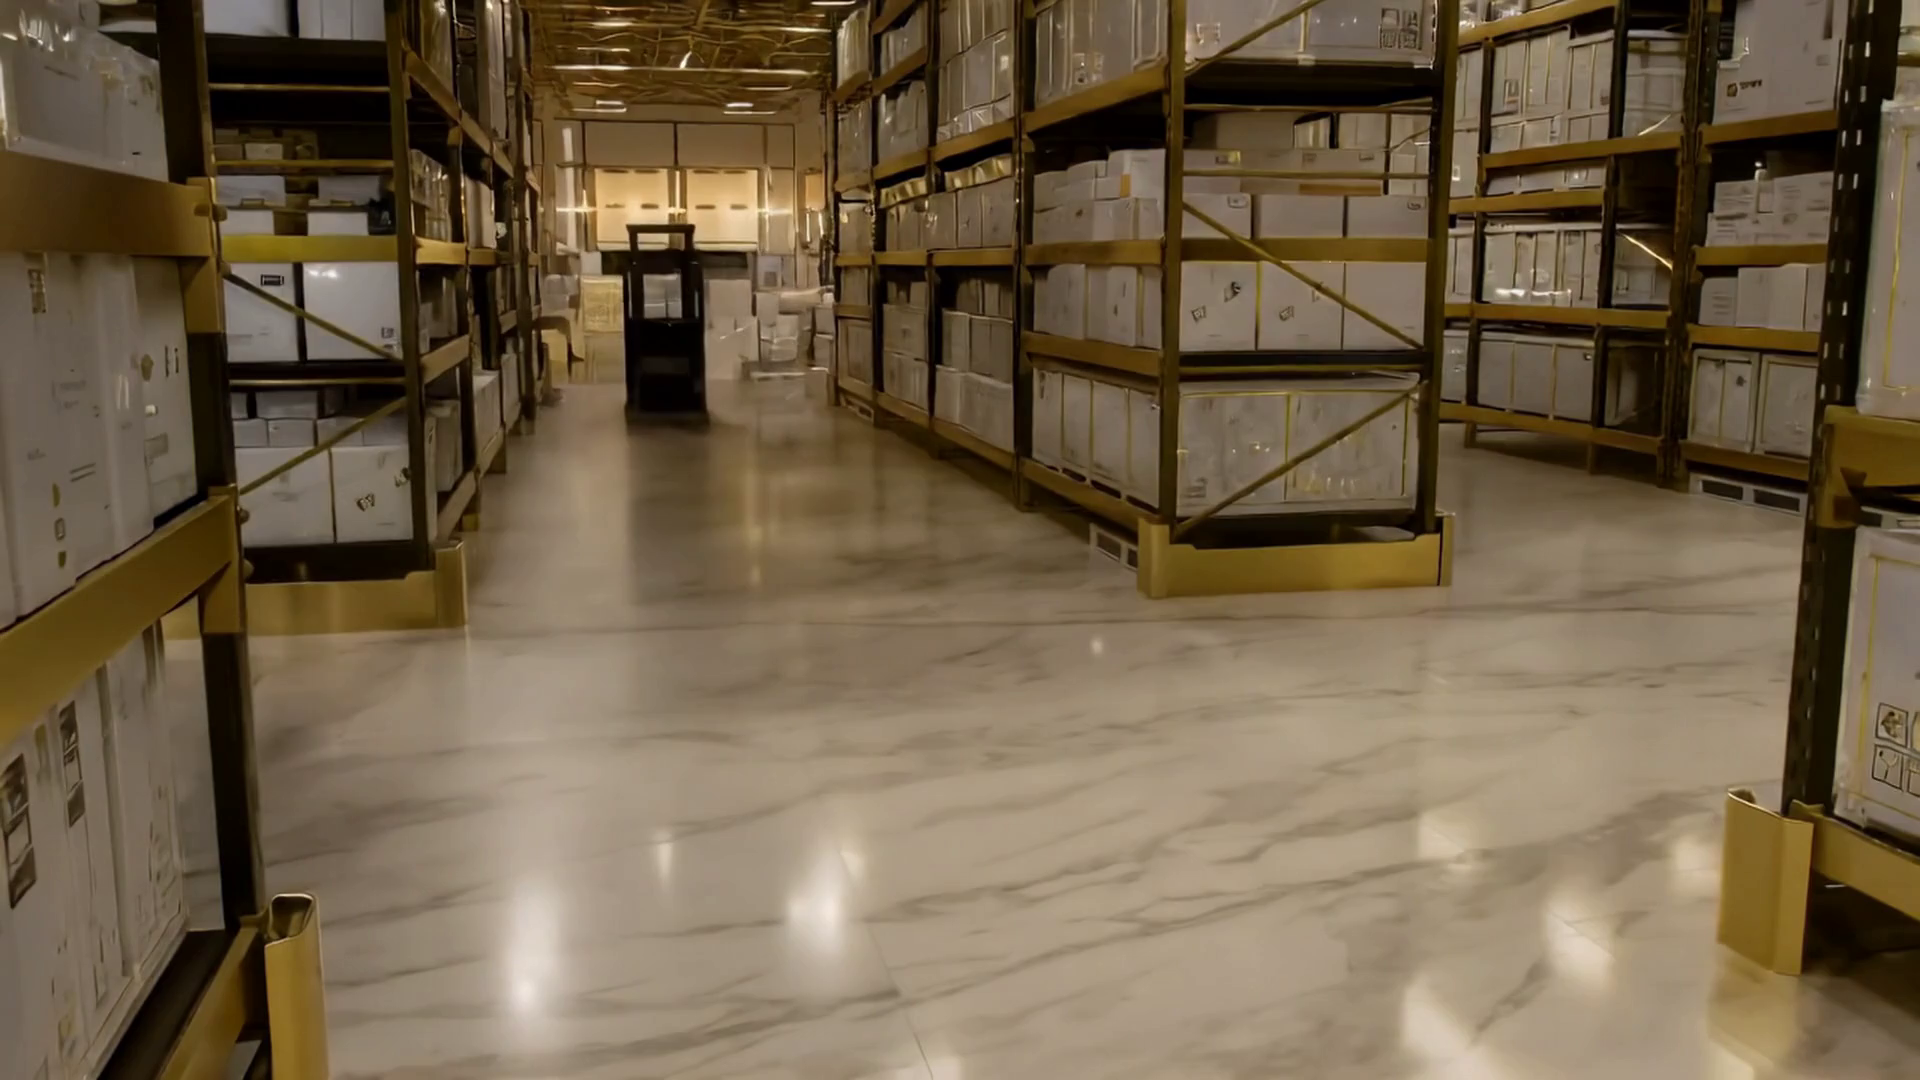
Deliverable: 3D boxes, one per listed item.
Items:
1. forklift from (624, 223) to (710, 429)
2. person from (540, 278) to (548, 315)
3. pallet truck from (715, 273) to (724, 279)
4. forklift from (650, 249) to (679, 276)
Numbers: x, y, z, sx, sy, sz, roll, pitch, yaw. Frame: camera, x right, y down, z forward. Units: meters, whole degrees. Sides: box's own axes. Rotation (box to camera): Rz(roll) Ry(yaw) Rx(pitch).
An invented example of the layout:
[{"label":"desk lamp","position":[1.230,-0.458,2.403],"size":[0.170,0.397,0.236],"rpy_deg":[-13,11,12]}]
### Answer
[{"label":"forklift","position":[-4.142,-3.016,23.205],"size":[1.129,2.768,1.873],"rpy_deg":[-2,10,-12]},{"label":"person","position":[-12.922,-7.144,51.427],"size":[1.035,1.886,0.550],"rpy_deg":[-6,11,-34]},{"label":"pallet truck","position":[-8.580,-8.986,62.280],"size":[1.885,1.965,0.823],"rpy_deg":[1,9,5]},{"label":"forklift","position":[-9.853,-8.337,55.638],"size":[1.129,2.768,1.873],"rpy_deg":[-8,12,-40]}]
